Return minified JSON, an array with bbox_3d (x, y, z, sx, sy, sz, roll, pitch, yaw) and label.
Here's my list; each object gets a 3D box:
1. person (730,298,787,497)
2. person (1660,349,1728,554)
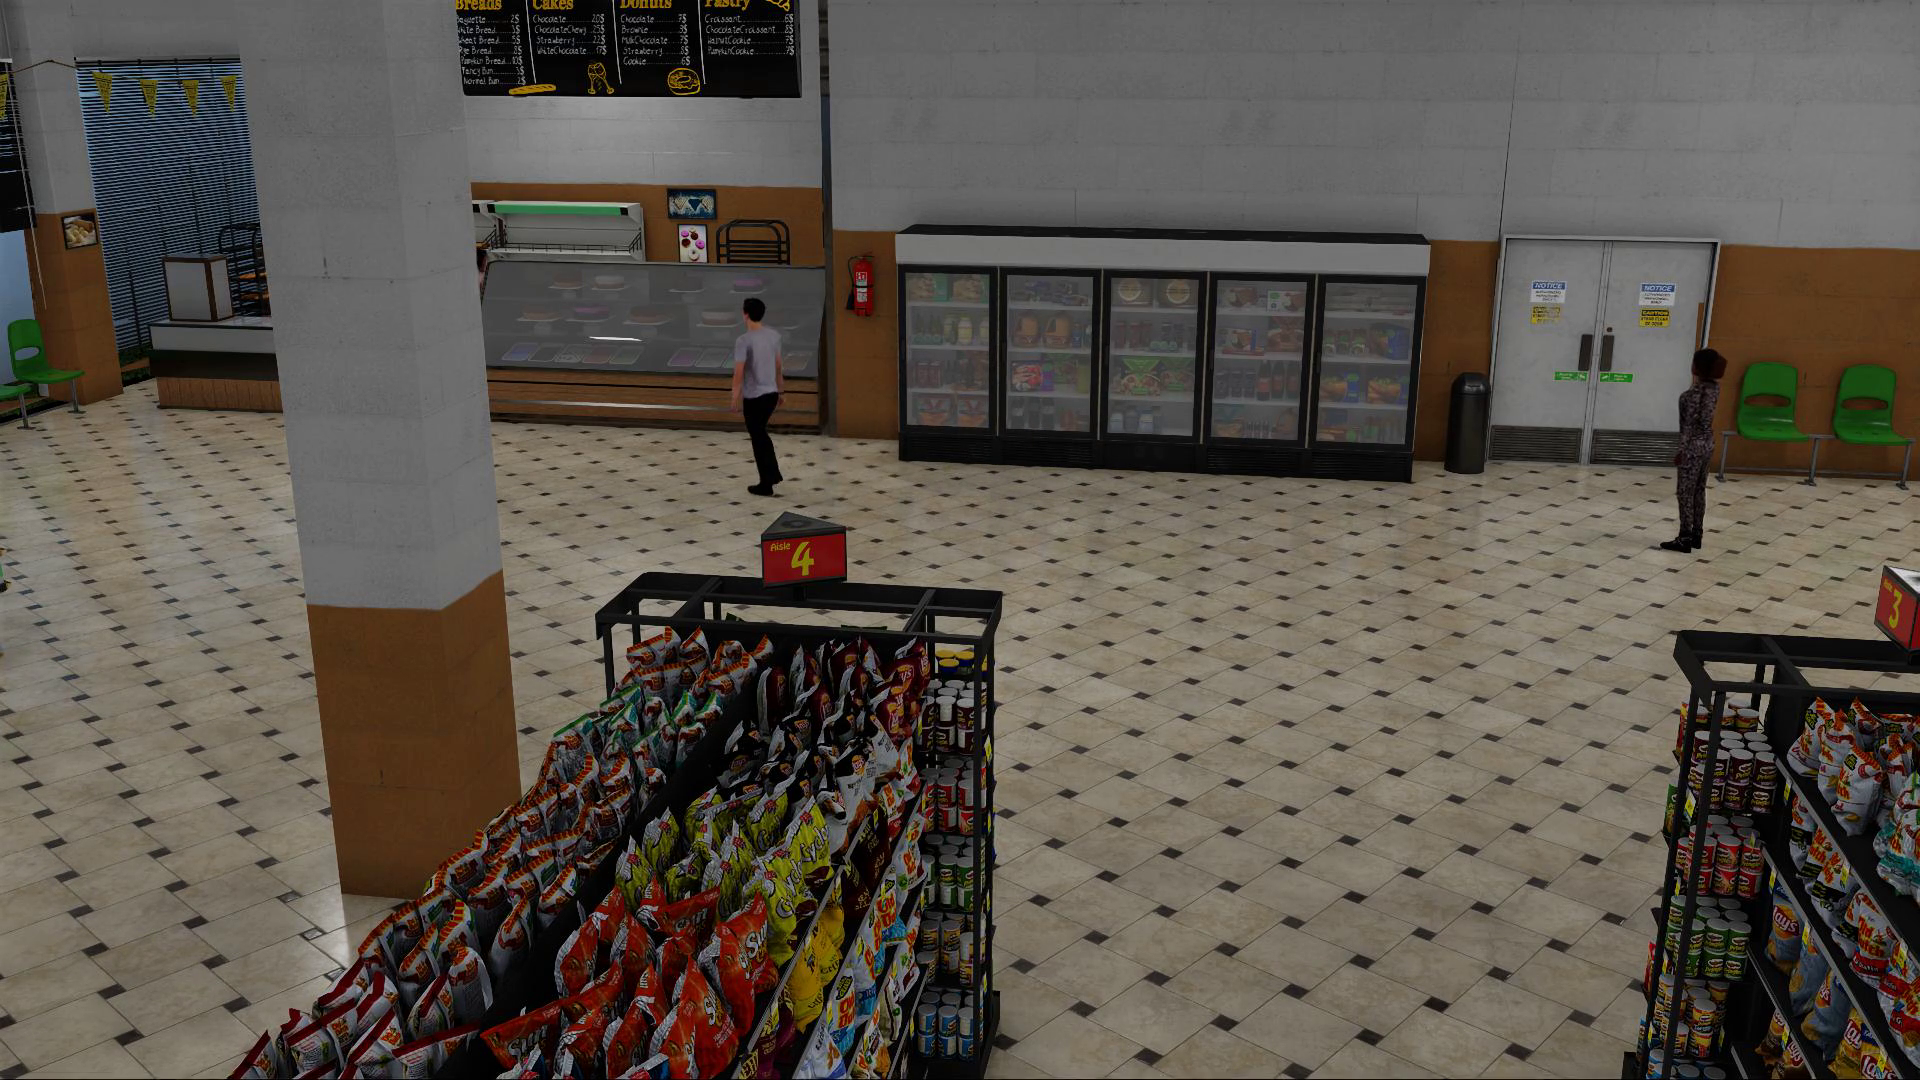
[{"bbox_3d":[-1.802,-1.307,15.472,0.889,1.854,0.779,14,22,39],"label":"person"},{"bbox_3d":[6.137,-0.751,13.882,0.676,1.715,0.743,-13,21,-37],"label":"person"}]
